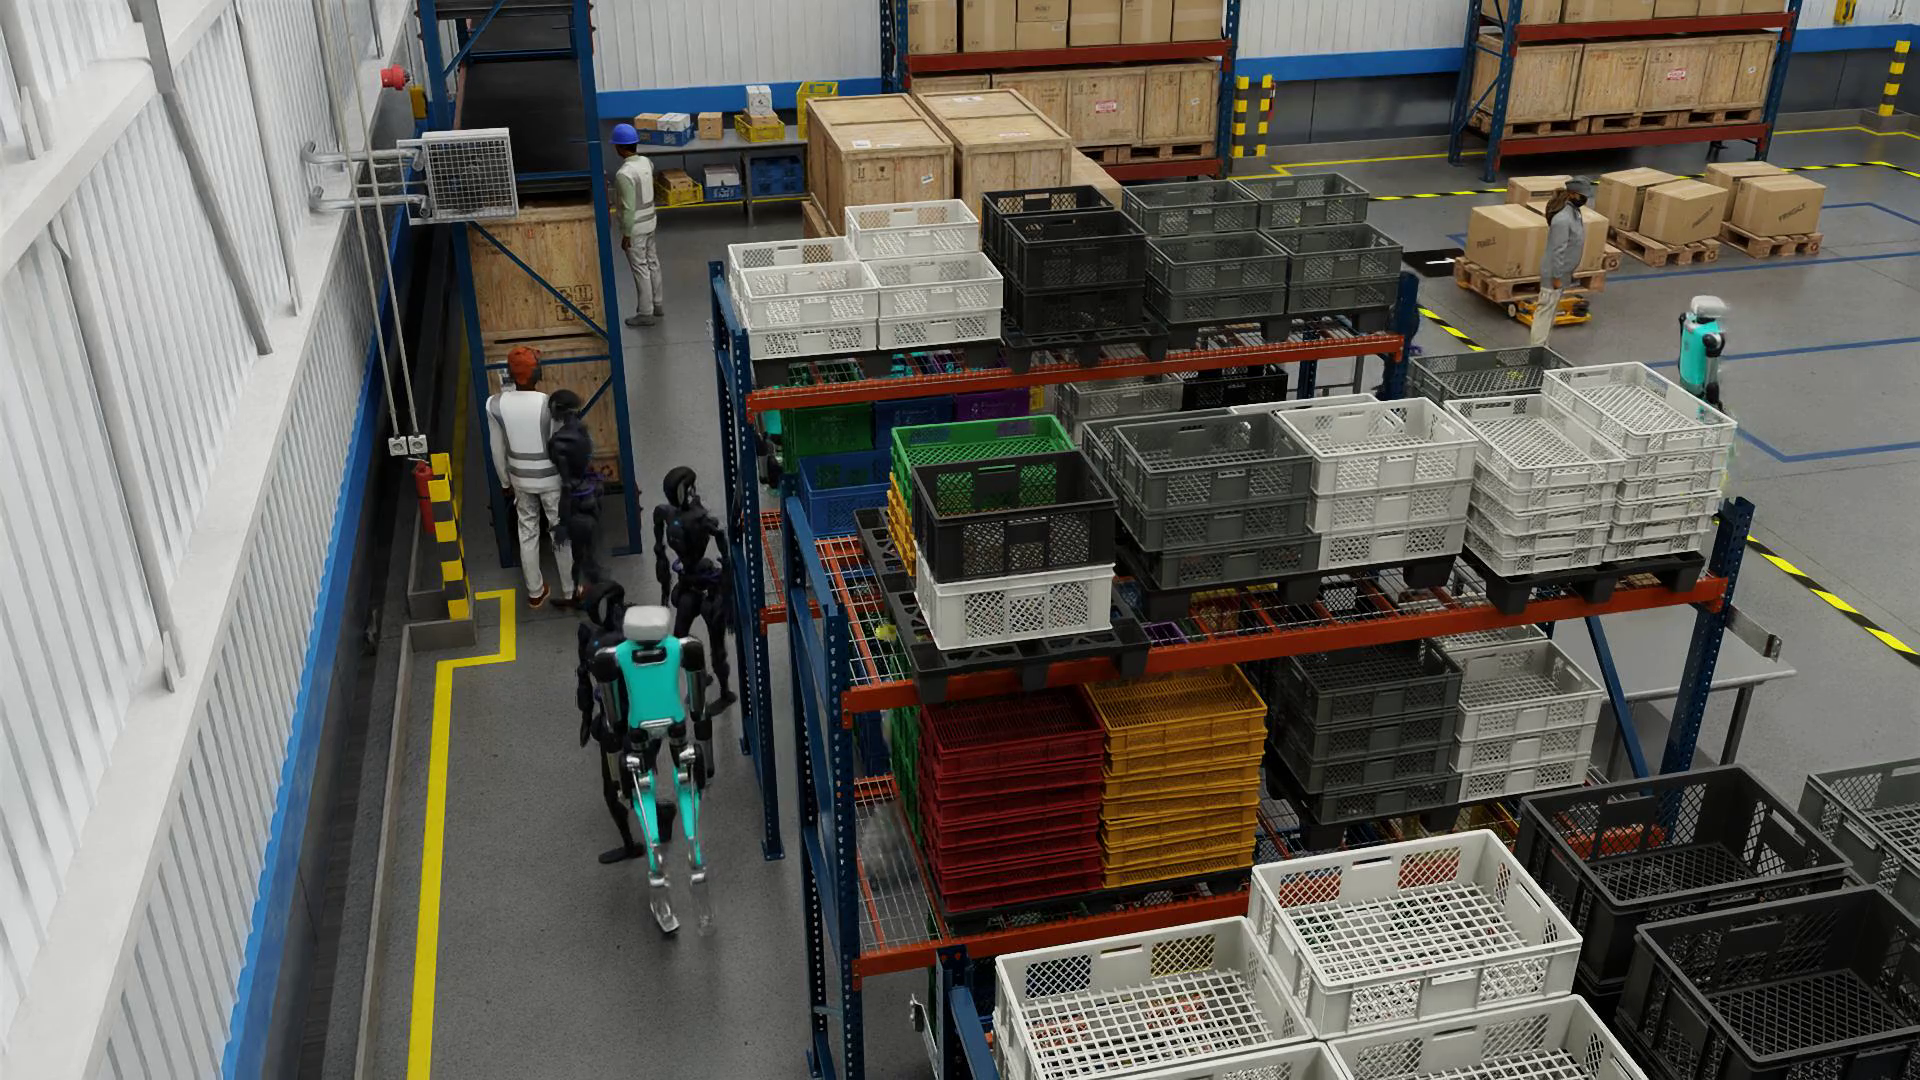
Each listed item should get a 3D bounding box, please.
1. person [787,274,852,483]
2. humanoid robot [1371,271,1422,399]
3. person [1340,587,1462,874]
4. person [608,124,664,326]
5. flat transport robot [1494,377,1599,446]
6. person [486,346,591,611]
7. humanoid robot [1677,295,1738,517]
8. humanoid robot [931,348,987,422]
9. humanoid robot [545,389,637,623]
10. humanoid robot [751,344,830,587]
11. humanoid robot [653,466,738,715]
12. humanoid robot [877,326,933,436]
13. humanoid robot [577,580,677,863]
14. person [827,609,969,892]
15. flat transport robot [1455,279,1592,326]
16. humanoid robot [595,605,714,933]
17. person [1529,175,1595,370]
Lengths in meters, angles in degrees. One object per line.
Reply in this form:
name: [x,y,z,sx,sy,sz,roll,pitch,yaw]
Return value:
person: [-0.955,-0.929,11.908,0.606,2.044,0.368,21,34,34]
humanoid robot: [3.459,-1.308,13.032,0.383,1.642,0.596,14,31,24]
person: [2.195,1.057,8.355,0.622,1.843,0.431,-1,28,-3]
person: [-3.115,-3.022,15.980,0.404,1.945,0.613,6,28,11]
flat transport robot: [4.780,-1.036,14.013,0.659,0.231,1.431,-6,28,-12]
person: [-2.794,-0.394,11.059,0.571,1.887,0.356,4,28,7]
humanoid robot: [5.597,-0.916,12.291,0.766,1.845,0.539,-2,28,-3]
humanoid robot: [0.115,-0.576,11.455,0.531,1.691,0.735,-12,30,-21]
humanoid robot: [-2.492,-0.211,10.972,0.616,1.672,0.601,1,28,2]
humanoid robot: [-1.047,-0.423,11.236,0.548,1.775,0.677,-19,33,-31]
humanoid robot: [-1.546,0.311,9.947,0.597,1.648,0.342,15,31,26]
humanoid robot: [-0.227,-0.810,12.033,0.554,1.792,0.822,-23,35,-36]
humanoid robot: [-1.735,0.957,8.752,0.609,1.654,0.485,20,34,33]
person: [-0.280,1.078,8.361,0.890,1.787,0.608,-8,29,-14]
flat transport robot: [5.664,-2.495,16.751,0.652,0.197,1.431,-8,29,-15]
humanoid robot: [-1.439,1.254,8.114,0.530,1.793,0.790,-6,28,-11]
person: [5.418,-2.441,15.073,0.404,1.762,0.562,14,31,25]
